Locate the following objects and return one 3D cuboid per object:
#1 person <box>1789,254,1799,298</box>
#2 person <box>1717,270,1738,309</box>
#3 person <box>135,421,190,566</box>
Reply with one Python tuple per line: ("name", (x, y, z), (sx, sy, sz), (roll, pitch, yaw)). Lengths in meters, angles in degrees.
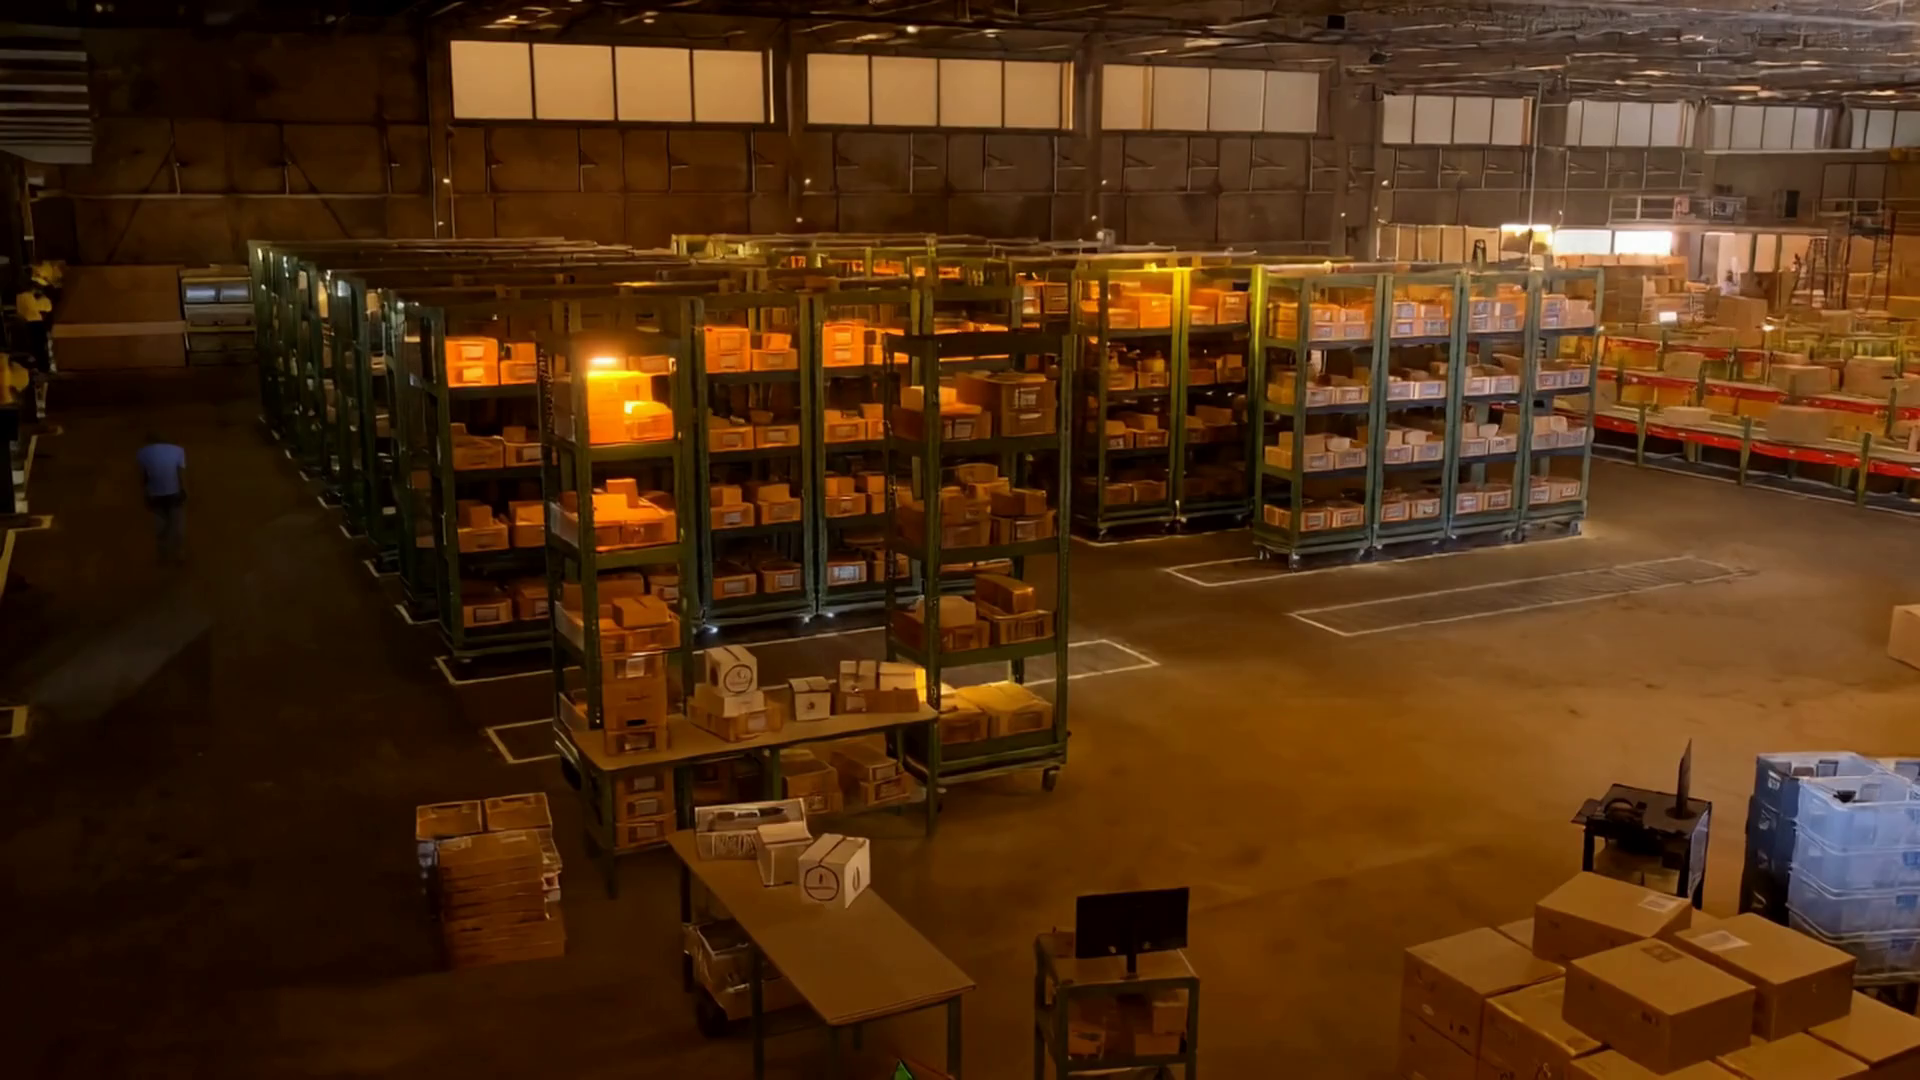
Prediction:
("person", (34.472, -10.888, 68.807), (0.353, 1.879, 0.567), (9, 15, 37))
("person", (24.096, -7.444, 52.302), (0.370, 2.044, 0.608), (-7, 14, -30))
("person", (-9.859, -0.558, 20.604), (0.563, 1.829, 0.505), (-7, 14, -28))
